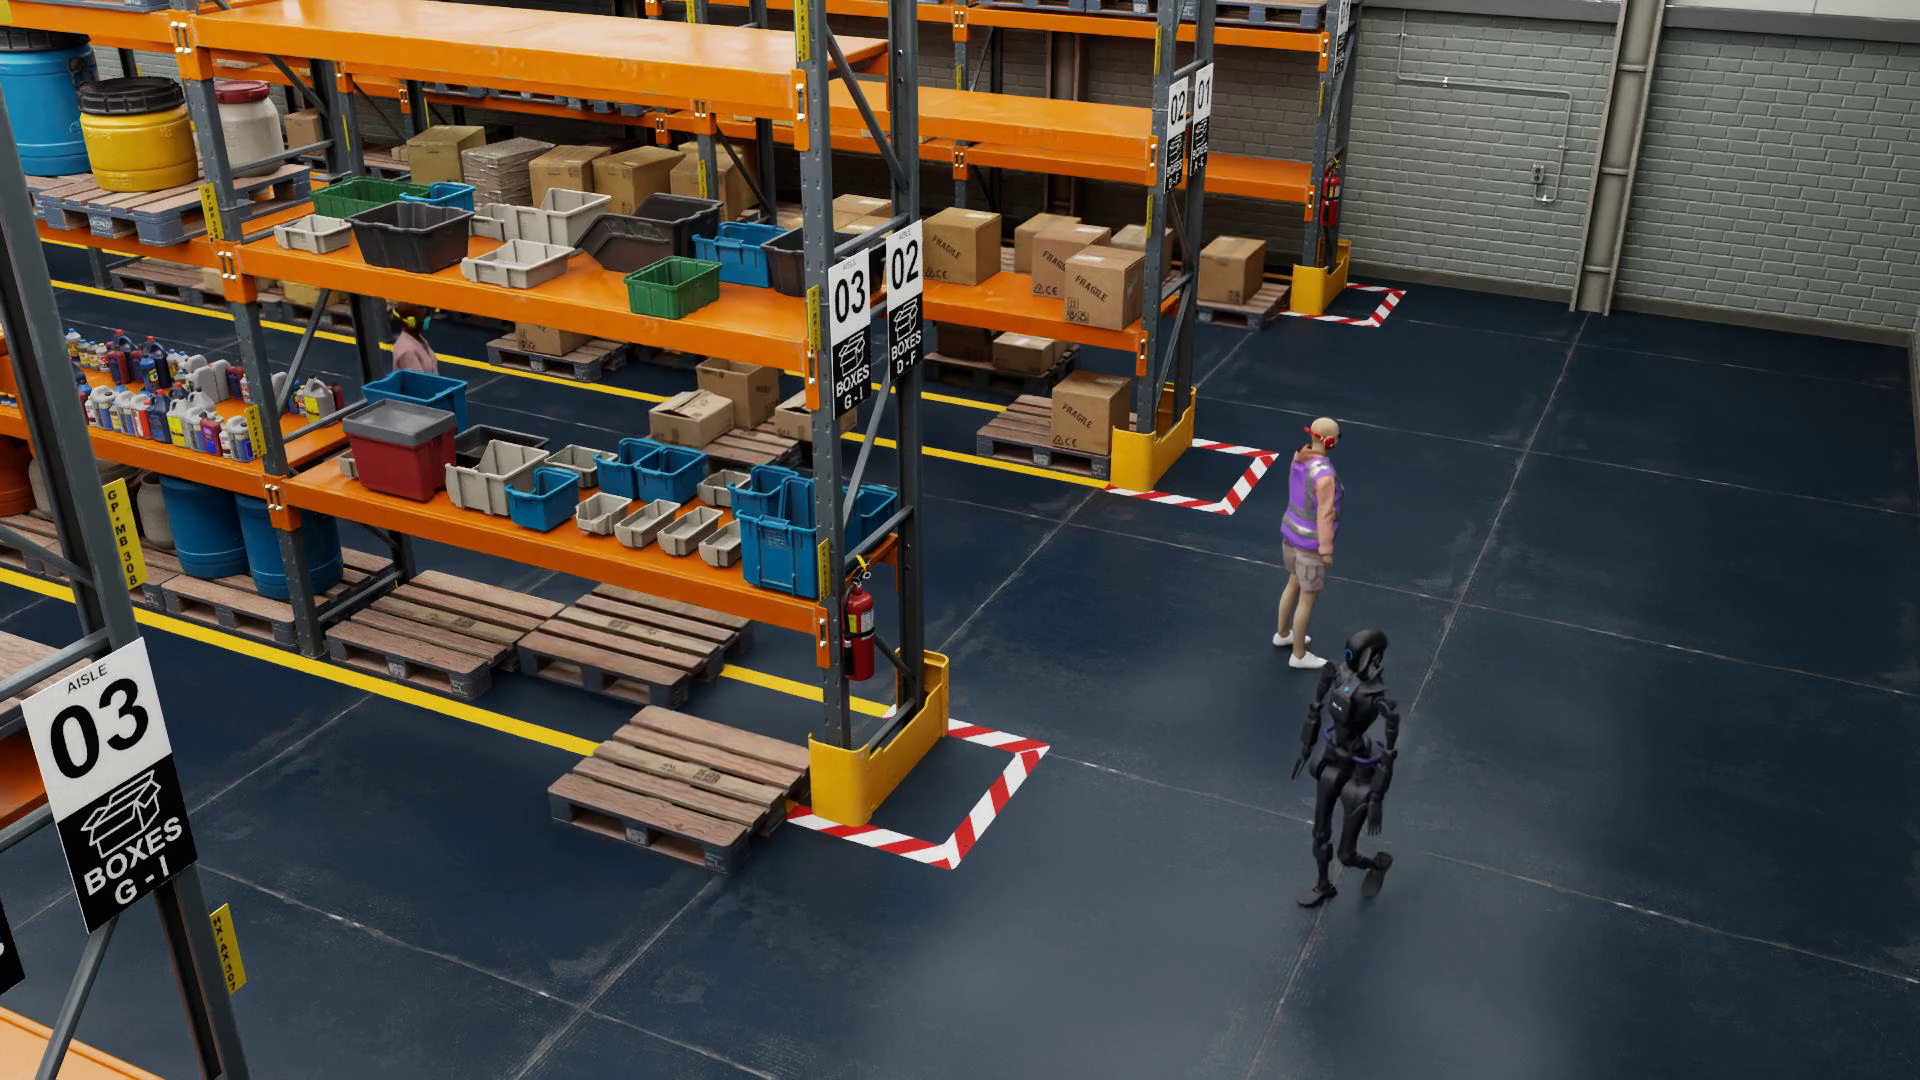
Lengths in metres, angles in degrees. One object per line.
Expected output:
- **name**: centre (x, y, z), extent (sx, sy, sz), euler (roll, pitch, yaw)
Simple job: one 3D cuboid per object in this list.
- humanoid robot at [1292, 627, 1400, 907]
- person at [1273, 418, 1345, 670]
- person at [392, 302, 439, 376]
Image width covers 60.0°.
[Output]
- **humanoid robot**: centre (2.007, 1.137, 8.413), extent (0.493, 1.638, 0.602), euler (-16, 31, -29)
- **person**: centre (2.239, 0.008, 10.692), extent (0.352, 1.687, 0.496), euler (-5, 27, -10)
- **person**: centre (-3.971, -0.968, 12.579), extent (0.881, 1.767, 0.526), euler (0, 26, -1)
